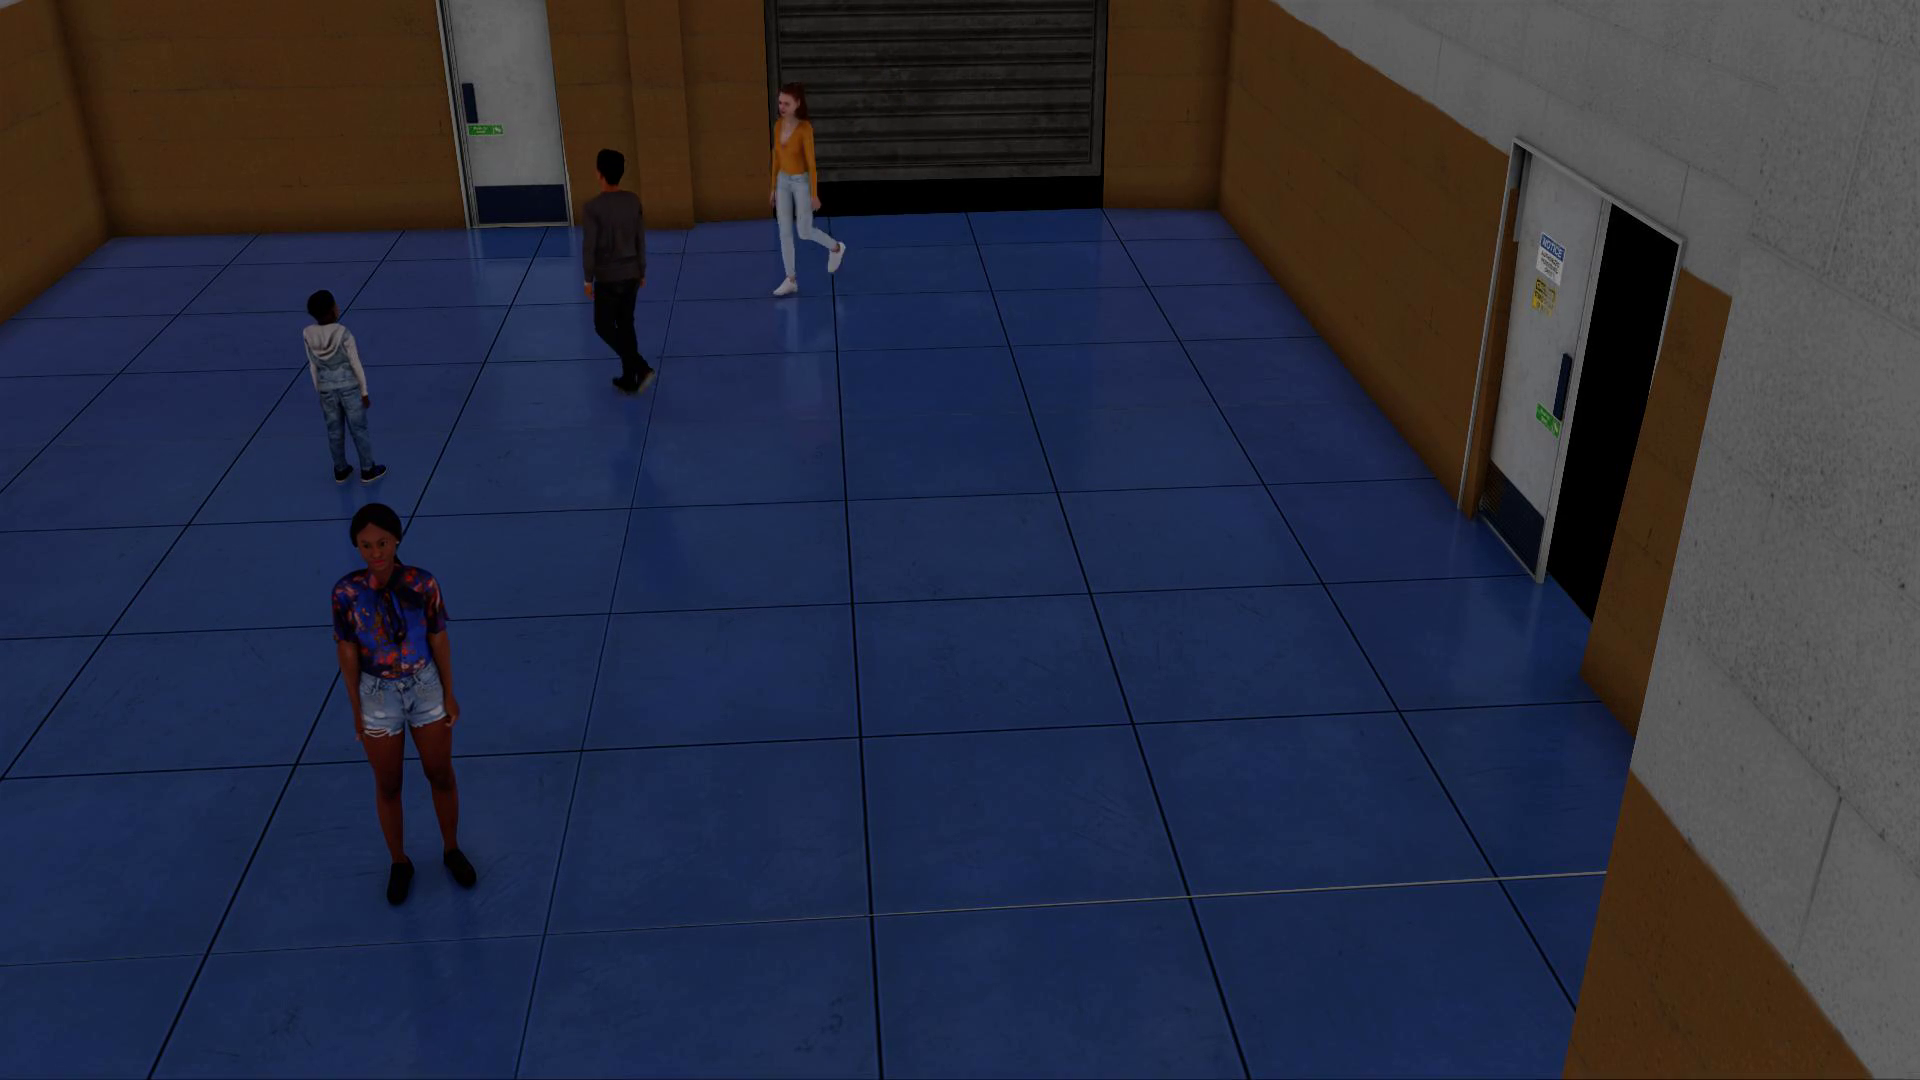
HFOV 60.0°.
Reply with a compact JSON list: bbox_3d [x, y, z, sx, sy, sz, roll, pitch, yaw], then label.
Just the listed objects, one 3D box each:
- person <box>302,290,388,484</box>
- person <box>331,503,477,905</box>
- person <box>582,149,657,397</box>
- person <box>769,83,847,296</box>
[{"bbox_3d":[-3.893,-0.959,10.421,0.466,1.261,0.568,2,27,4],"label":"person"},{"bbox_3d":[-2.245,0.657,6.704,0.554,1.741,0.706,-11,29,-20],"label":"person"},{"bbox_3d":[-2.338,-1.796,11.523,0.937,1.758,0.984,2,27,5],"label":"person"},{"bbox_3d":[-1.281,-2.895,13.720,1.008,1.730,1.063,22,34,37],"label":"person"}]
